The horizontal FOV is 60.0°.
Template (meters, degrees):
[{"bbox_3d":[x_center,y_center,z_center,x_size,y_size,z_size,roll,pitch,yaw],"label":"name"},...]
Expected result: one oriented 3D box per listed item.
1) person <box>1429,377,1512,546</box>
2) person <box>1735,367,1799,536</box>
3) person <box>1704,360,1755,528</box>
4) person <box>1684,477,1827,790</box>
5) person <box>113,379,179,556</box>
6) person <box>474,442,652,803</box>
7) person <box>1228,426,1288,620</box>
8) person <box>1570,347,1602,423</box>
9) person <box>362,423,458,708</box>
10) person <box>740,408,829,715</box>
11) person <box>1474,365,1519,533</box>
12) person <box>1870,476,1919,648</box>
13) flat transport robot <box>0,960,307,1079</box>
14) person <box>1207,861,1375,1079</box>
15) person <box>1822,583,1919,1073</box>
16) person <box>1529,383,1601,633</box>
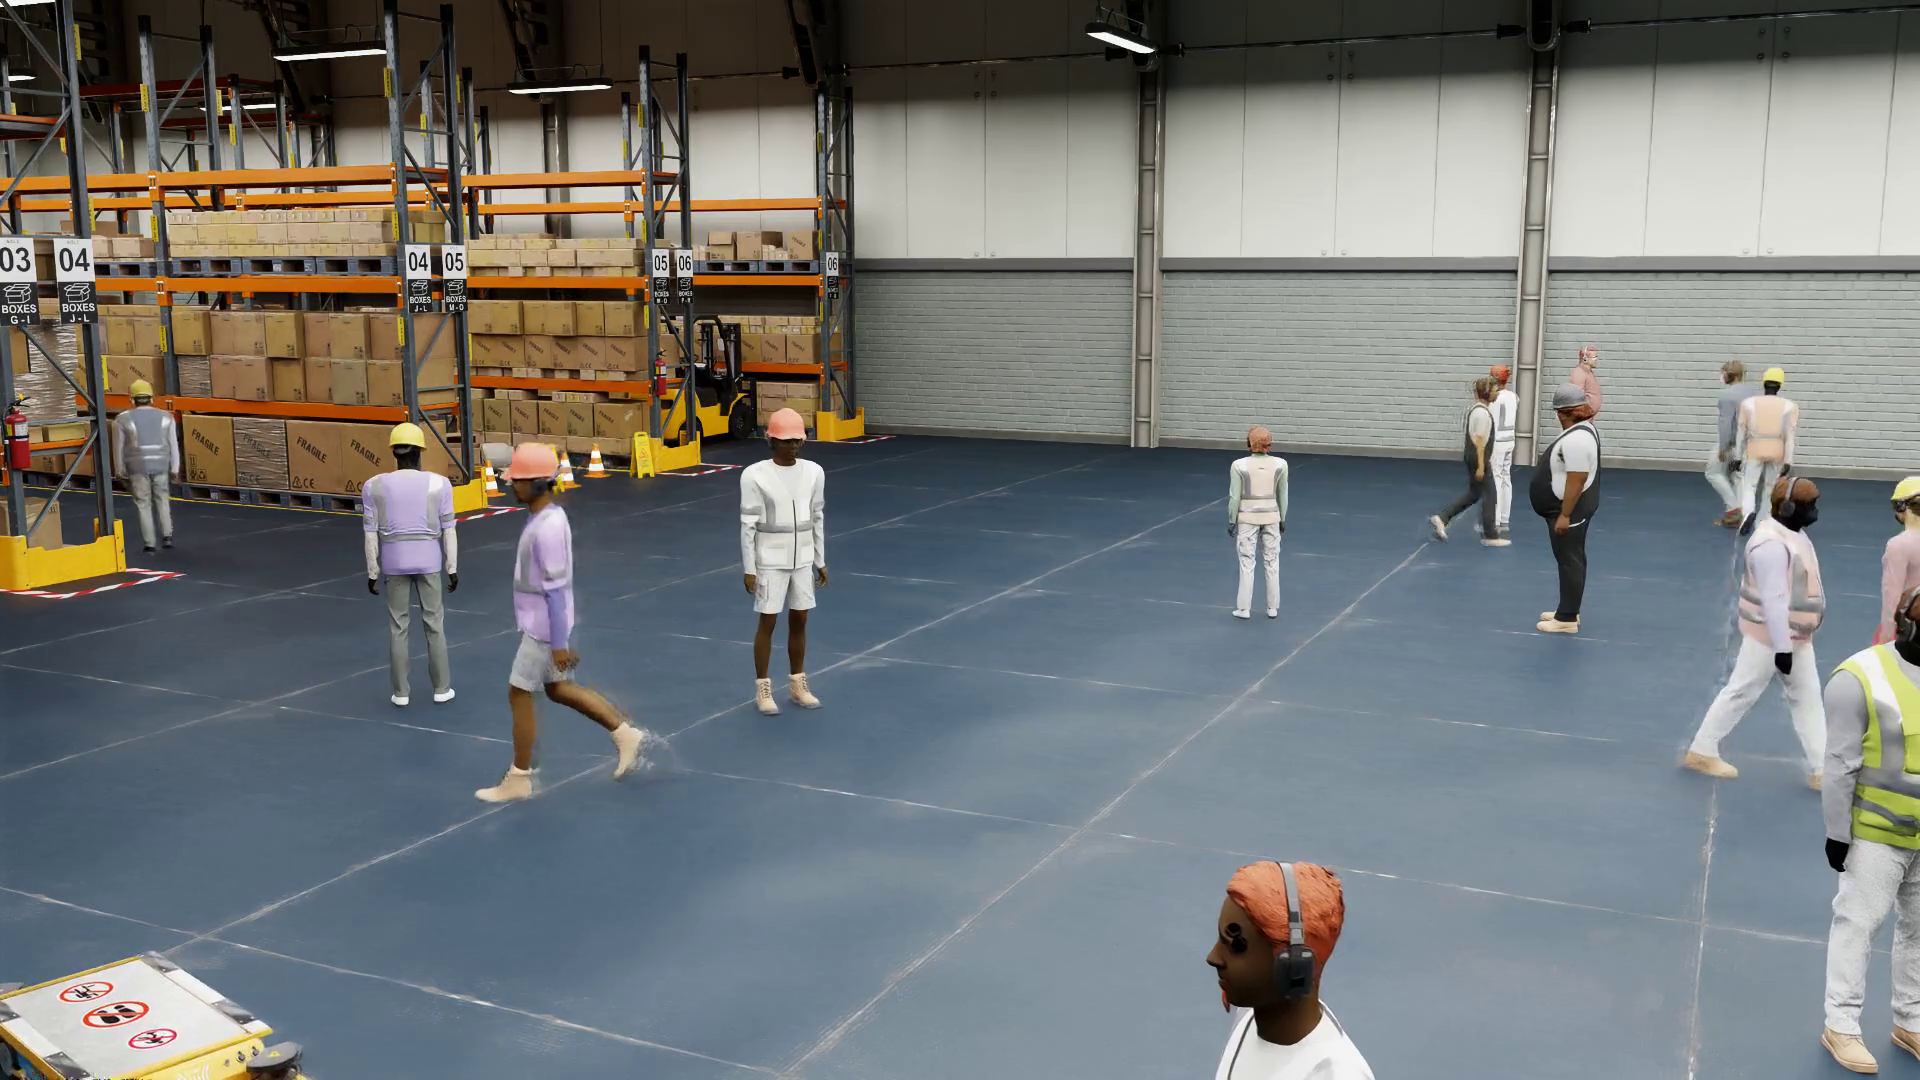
[{"bbox_3d":[5.478,-0.835,17.747,0.779,1.821,0.530,1,9,8],"label":"person"},{"bbox_3d":[8.731,-0.923,18.029,0.592,1.896,0.765,4,10,24],"label":"person"},{"bbox_3d":[8.772,-1.087,18.941,0.654,1.920,0.452,-7,11,-35],"label":"person"},{"bbox_3d":[4.648,0.531,9.437,0.979,1.792,0.642,8,12,41],"label":"person"},{"bbox_3d":[-8.419,-0.746,17.202,0.592,1.813,0.515,-8,12,-40],"label":"person"},{"bbox_3d":[-2.227,0.453,9.233,0.919,2.021,0.613,-2,9,-12],"label":"person"},{"bbox_3d":[2.509,-0.140,14.001,0.511,1.640,0.308,-1,9,-6],"label":"person"},{"bbox_3d":[8.438,-1.654,22.465,0.410,1.909,0.643,5,10,27],"label":"person"},{"bbox_3d":[-3.703,0.172,11.238,0.594,1.914,0.385,-3,10,-17],"label":"person"},{"bbox_3d":[-1.147,0.141,11.047,0.615,2.038,0.395,-6,11,-32],"label":"person"},{"bbox_3d":[6.011,-1.015,18.618,0.355,1.883,0.574,9,13,44],"label":"person"},{"bbox_3d":[5.673,0.492,9.845,0.545,1.731,0.774,-5,11,-30],"label":"person"},{"bbox_3d":[-3.023,1.838,6.057,1.431,0.197,0.652,8,12,42],"label":"flat transport robot"},{"bbox_3d":[0.590,1.509,3.141,0.353,1.883,0.578,-1,9,-7],"label":"person"},{"bbox_3d":[3.471,1.055,6.098,0.629,1.836,0.430,-1,9,-4],"label":"person"},{"bbox_3d":[4.924,-0.272,13.582,0.536,2.000,0.672,5,10,26],"label":"person"}]
